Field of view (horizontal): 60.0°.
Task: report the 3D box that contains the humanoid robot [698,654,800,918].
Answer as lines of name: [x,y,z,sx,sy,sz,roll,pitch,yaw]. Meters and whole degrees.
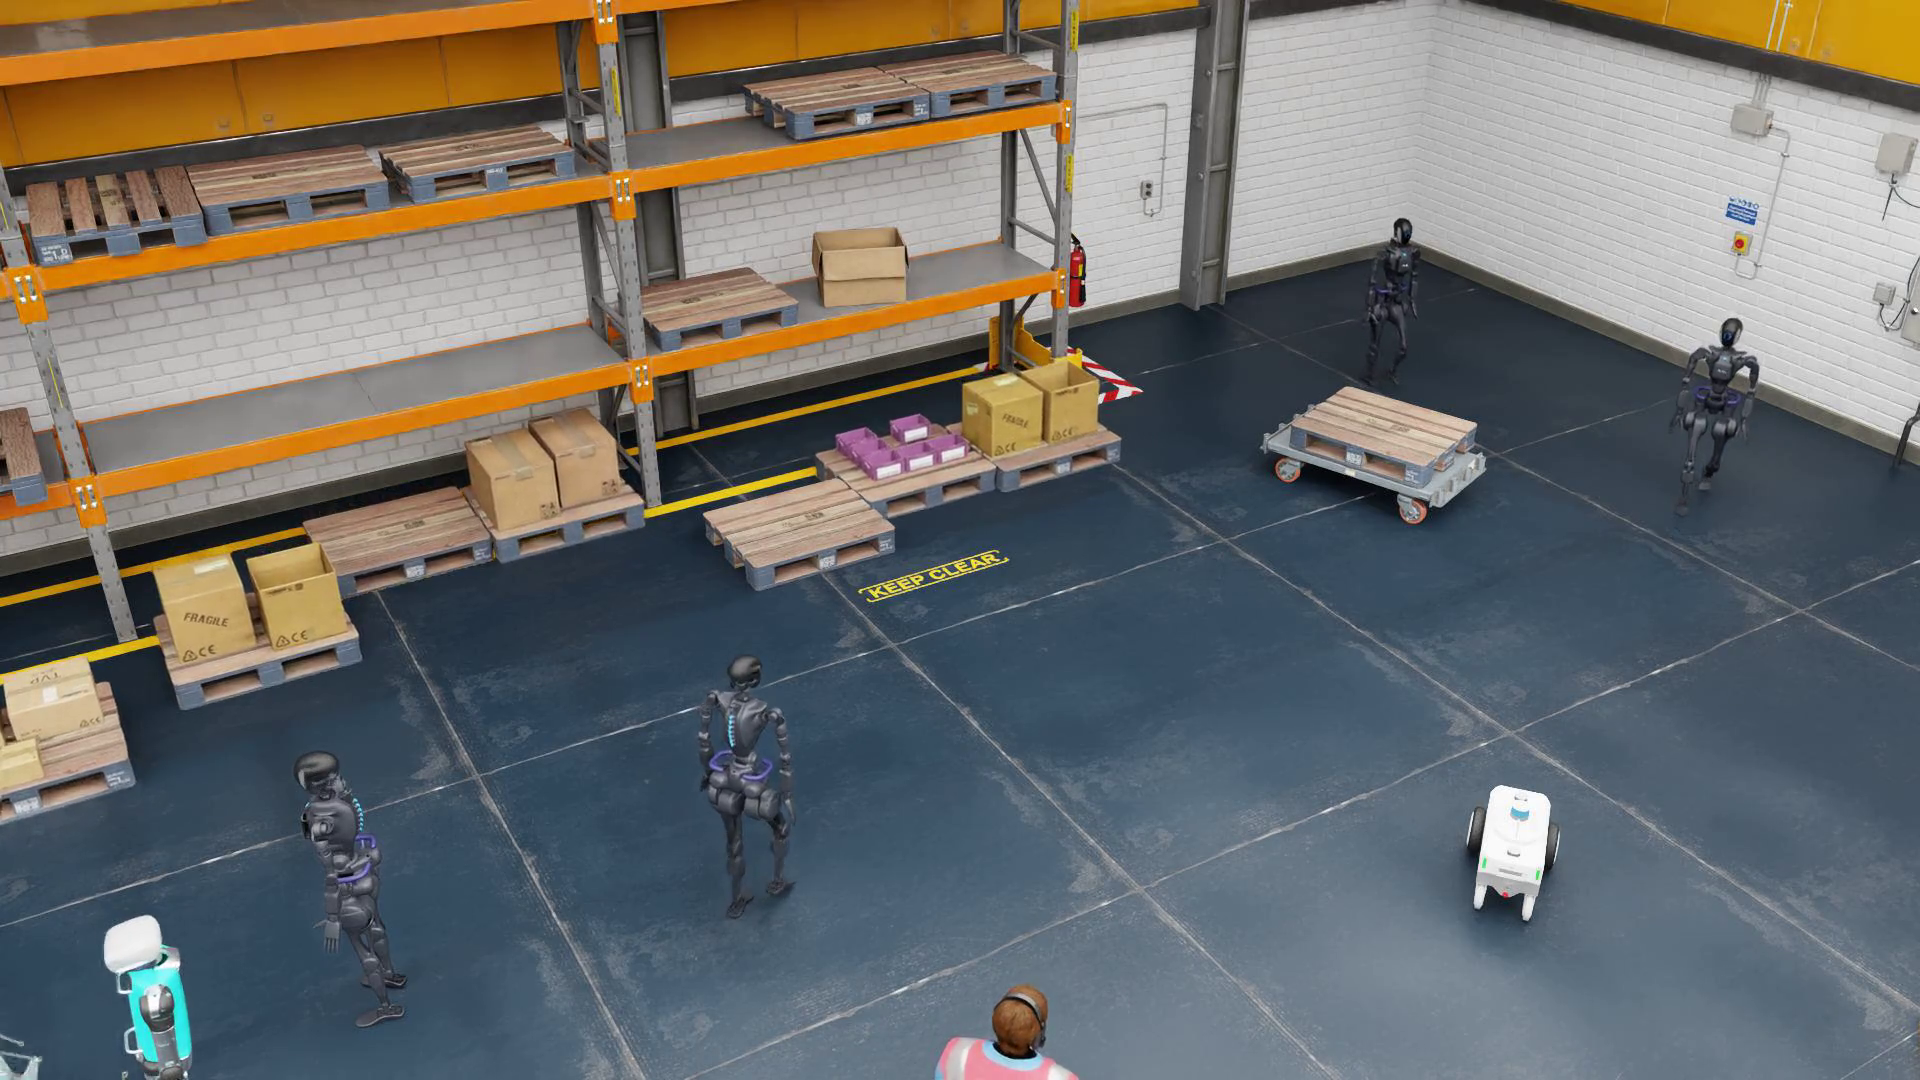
humanoid robot: [-1.182,1.335,9.190,0.612,1.645,0.449,11,31,19]

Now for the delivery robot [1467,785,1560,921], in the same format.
delivery robot: [3.189,1.759,9.590,0.499,0.614,0.808,10,31,18]

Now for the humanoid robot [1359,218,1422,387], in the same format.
humanoid robot: [3.986,-2.195,15.430,0.606,1.642,0.398,-13,32,-21]

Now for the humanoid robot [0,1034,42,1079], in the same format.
humanoid robot: [-4.446,2.297,7.452,0.748,1.802,0.530,-26,38,-37]

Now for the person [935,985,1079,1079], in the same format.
person: [0.214,2.564,6.854,0.628,1.835,0.431,11,31,18]

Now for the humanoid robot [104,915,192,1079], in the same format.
humanoid robot: [-3.599,2.497,7.175,0.762,1.900,0.551,-15,33,-24]

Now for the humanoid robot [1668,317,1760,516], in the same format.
humanoid robot: [6.081,-1.030,13.420,0.609,1.654,0.738,14,32,23]

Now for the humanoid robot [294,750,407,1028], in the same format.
humanoid robot: [-3.099,1.751,8.430,0.315,1.657,0.599,-4,30,-7]
